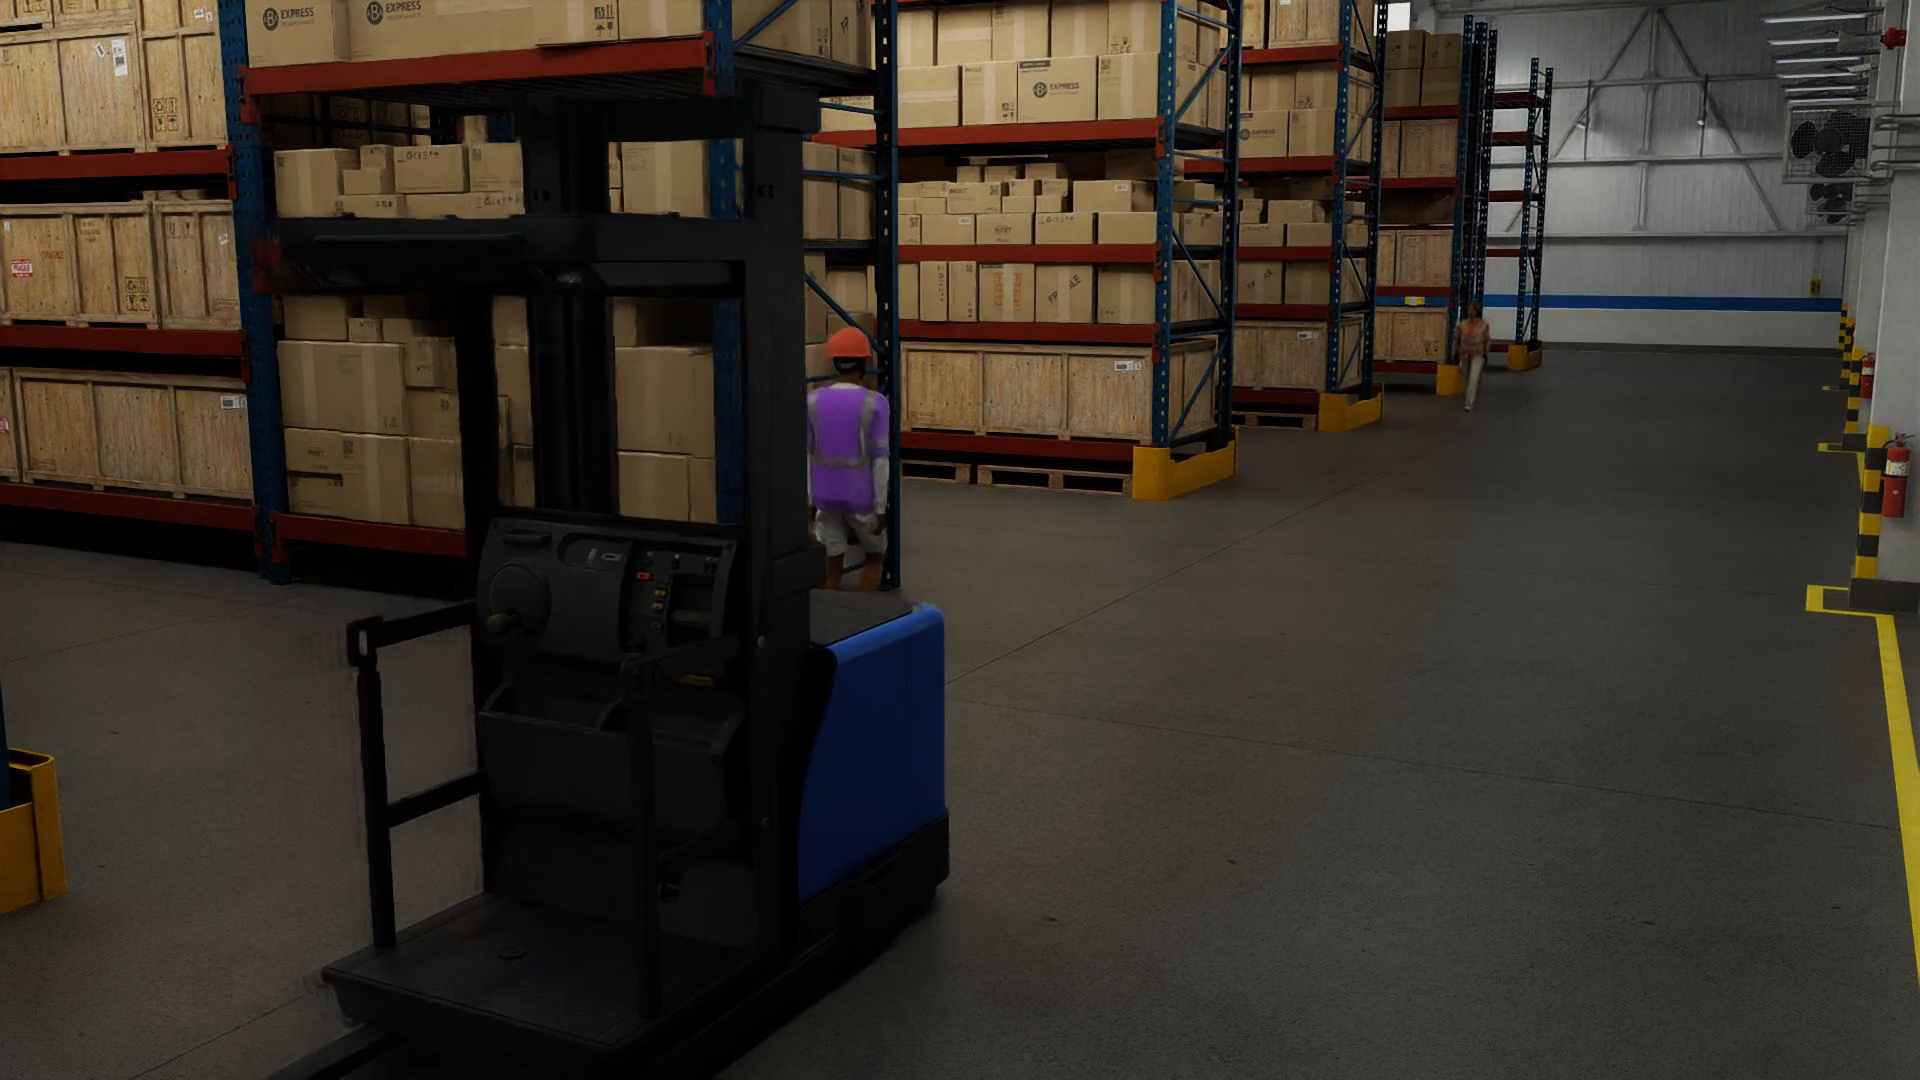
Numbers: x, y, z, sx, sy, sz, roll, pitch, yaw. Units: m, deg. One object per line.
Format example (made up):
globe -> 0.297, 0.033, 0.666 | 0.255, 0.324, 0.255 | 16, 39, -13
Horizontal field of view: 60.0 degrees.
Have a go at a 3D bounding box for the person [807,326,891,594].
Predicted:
person -> -0.634, -0.243, 9.444 | 0.553, 1.922, 0.419 | 3, 10, 17

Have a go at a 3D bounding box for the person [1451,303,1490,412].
person -> 7.582, -2.719, 24.712 | 0.524, 1.595, 0.878 | 5, 11, 26

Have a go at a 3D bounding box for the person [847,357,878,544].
person -> -0.975, -0.912, 13.530 | 0.656, 1.853, 1.024 | -7, 12, -34

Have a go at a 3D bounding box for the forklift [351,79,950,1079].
forklift -> -0.897, -0.010, 5.304 | 1.129, 2.768, 1.873 | 5, 11, 27
